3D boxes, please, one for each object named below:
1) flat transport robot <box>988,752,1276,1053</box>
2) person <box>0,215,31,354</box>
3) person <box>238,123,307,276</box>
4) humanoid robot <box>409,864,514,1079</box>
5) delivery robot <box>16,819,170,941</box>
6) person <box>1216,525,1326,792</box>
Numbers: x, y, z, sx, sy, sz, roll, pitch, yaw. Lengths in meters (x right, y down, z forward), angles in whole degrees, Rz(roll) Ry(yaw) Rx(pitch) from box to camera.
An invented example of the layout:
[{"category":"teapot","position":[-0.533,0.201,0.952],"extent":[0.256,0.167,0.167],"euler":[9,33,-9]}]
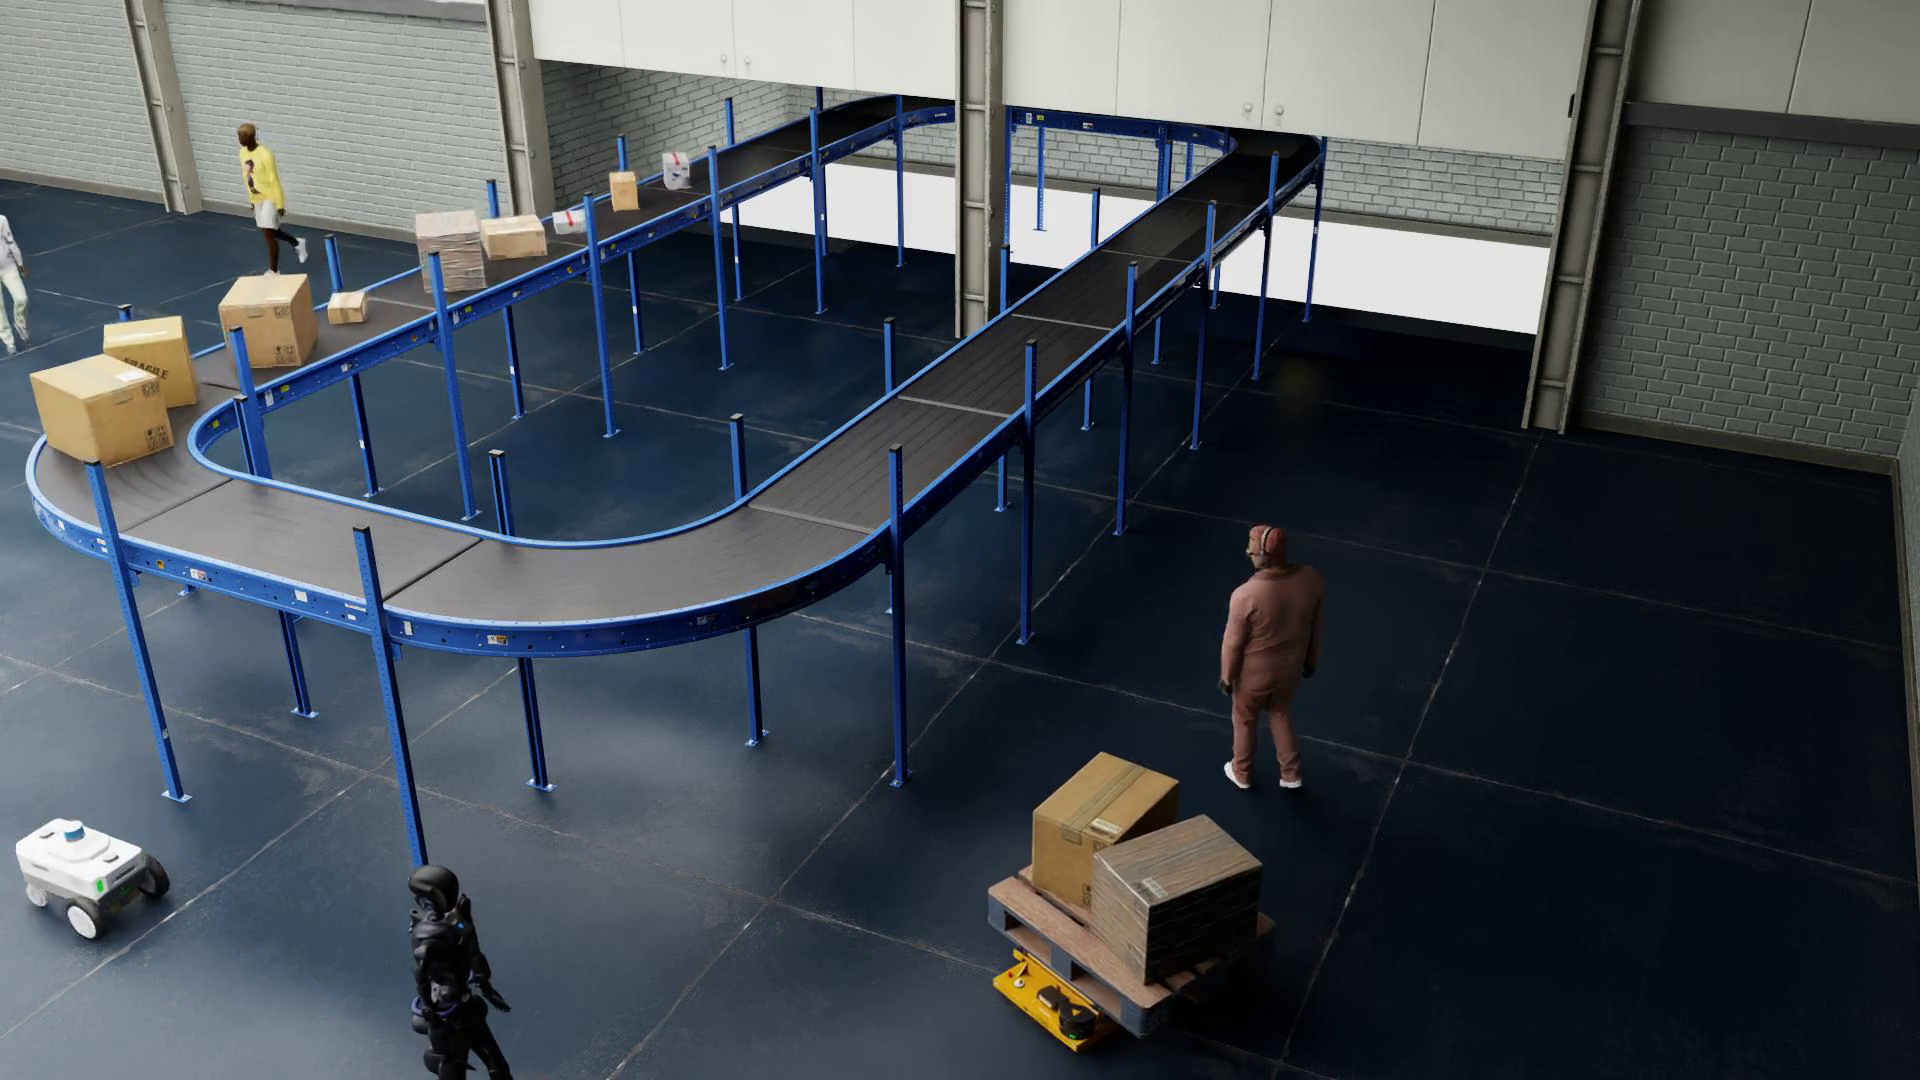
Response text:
[{"category":"flat transport robot","position":[0.921,2.214,9.014],"extent":[1.431,0.231,0.659],"euler":[-20,33,-35]},{"category":"person","position":[-10.209,-2.857,17.582],"extent":[0.617,1.732,0.593],"euler":[-20,32,-34]},{"category":"person","position":[-8.260,-4.087,19.916],"extent":[0.553,1.870,0.786],"euler":[14,30,26]},{"category":"humanoid robot","position":[-2.261,2.175,7.536],"extent":[0.614,1.637,0.588],"euler":[2,26,4]},{"category":"delivery robot","position":[-4.928,1.874,9.398],"extent":[0.807,0.613,0.499],"euler":[12,29,23]},{"category":"person","position":[1.851,0.738,10.180],"extent":[0.666,1.870,0.515],"euler":[-10,28,-19]}]
